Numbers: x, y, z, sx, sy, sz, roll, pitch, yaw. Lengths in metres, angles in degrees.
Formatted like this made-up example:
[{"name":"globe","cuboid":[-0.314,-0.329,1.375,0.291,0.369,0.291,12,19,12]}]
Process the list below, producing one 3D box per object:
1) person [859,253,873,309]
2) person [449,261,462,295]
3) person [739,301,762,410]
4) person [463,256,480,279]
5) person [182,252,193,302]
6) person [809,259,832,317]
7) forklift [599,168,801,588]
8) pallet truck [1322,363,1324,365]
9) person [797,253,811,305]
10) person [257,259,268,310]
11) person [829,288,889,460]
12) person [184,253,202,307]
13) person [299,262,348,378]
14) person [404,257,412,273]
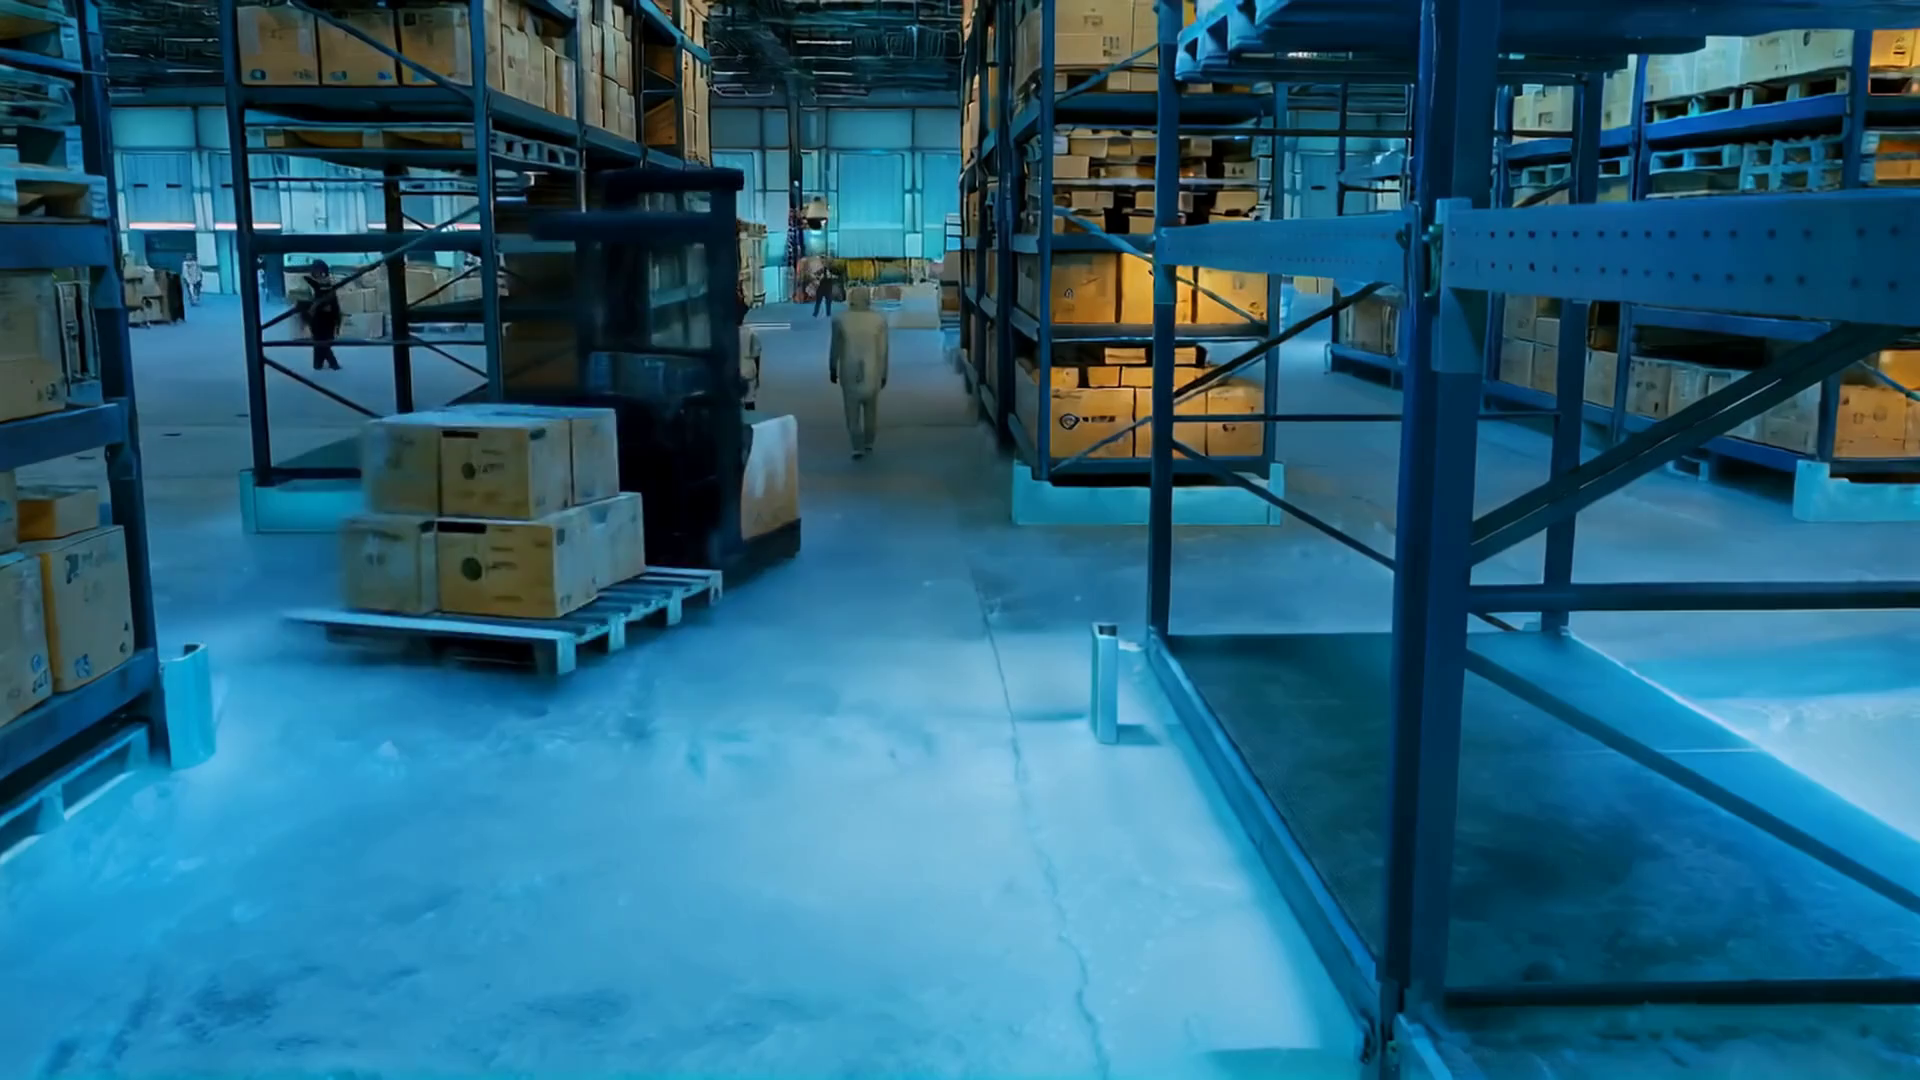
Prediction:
[{"name":"person","cuboid":[-3.286,-8.993,57.853,0.378,1.937,0.628,7,13,36]},{"name":"person","cuboid":[-15.578,-7.688,51.120,0.776,1.733,0.542,0,10,2]},{"name":"person","cuboid":[-2.448,-1.791,18.398,0.540,1.696,0.316,-6,12,-31]},{"name":"person","cuboid":[-16.910,-8.932,57.774,0.634,1.841,0.429,4,11,22]},{"name":"person","cuboid":[-29.805,-10.162,64.404,0.597,1.925,0.567,9,13,40]},{"name":"person","cuboid":[-4.350,-7.900,52.127,0.938,1.797,0.535,10,14,44]},{"name":"forklift","cuboid":[-1.940,-1.136,11.448,1.129,2.768,1.873,3,11,18]},{"name":"pallet truck","cuboid":[7.712,-4.157,30.737,1.885,1.965,0.823,3,11,16]},{"name":"person","cuboid":[-5.871,-9.741,62.090,0.432,1.906,0.585,-2,10,-12]},{"name":"person","cuboid":[-24.184,-8.830,57.478,0.492,1.742,0.320,2,10,11]},{"name":"person","cuboid":[-1.105,-1.827,18.206,0.637,1.842,1.046,-2,10,-9]},{"name":"person","cuboid":[-27.325,-9.249,59.317,0.764,1.925,0.610,10,14,43]},{"name":"person","cuboid":[-11.023,-3.846,28.883,1.004,2.000,0.701,5,11,25]},{"name":"person","cuboid":[-16.114,-7.236,48.149,0.598,1.901,0.604,4,11,22]}]
